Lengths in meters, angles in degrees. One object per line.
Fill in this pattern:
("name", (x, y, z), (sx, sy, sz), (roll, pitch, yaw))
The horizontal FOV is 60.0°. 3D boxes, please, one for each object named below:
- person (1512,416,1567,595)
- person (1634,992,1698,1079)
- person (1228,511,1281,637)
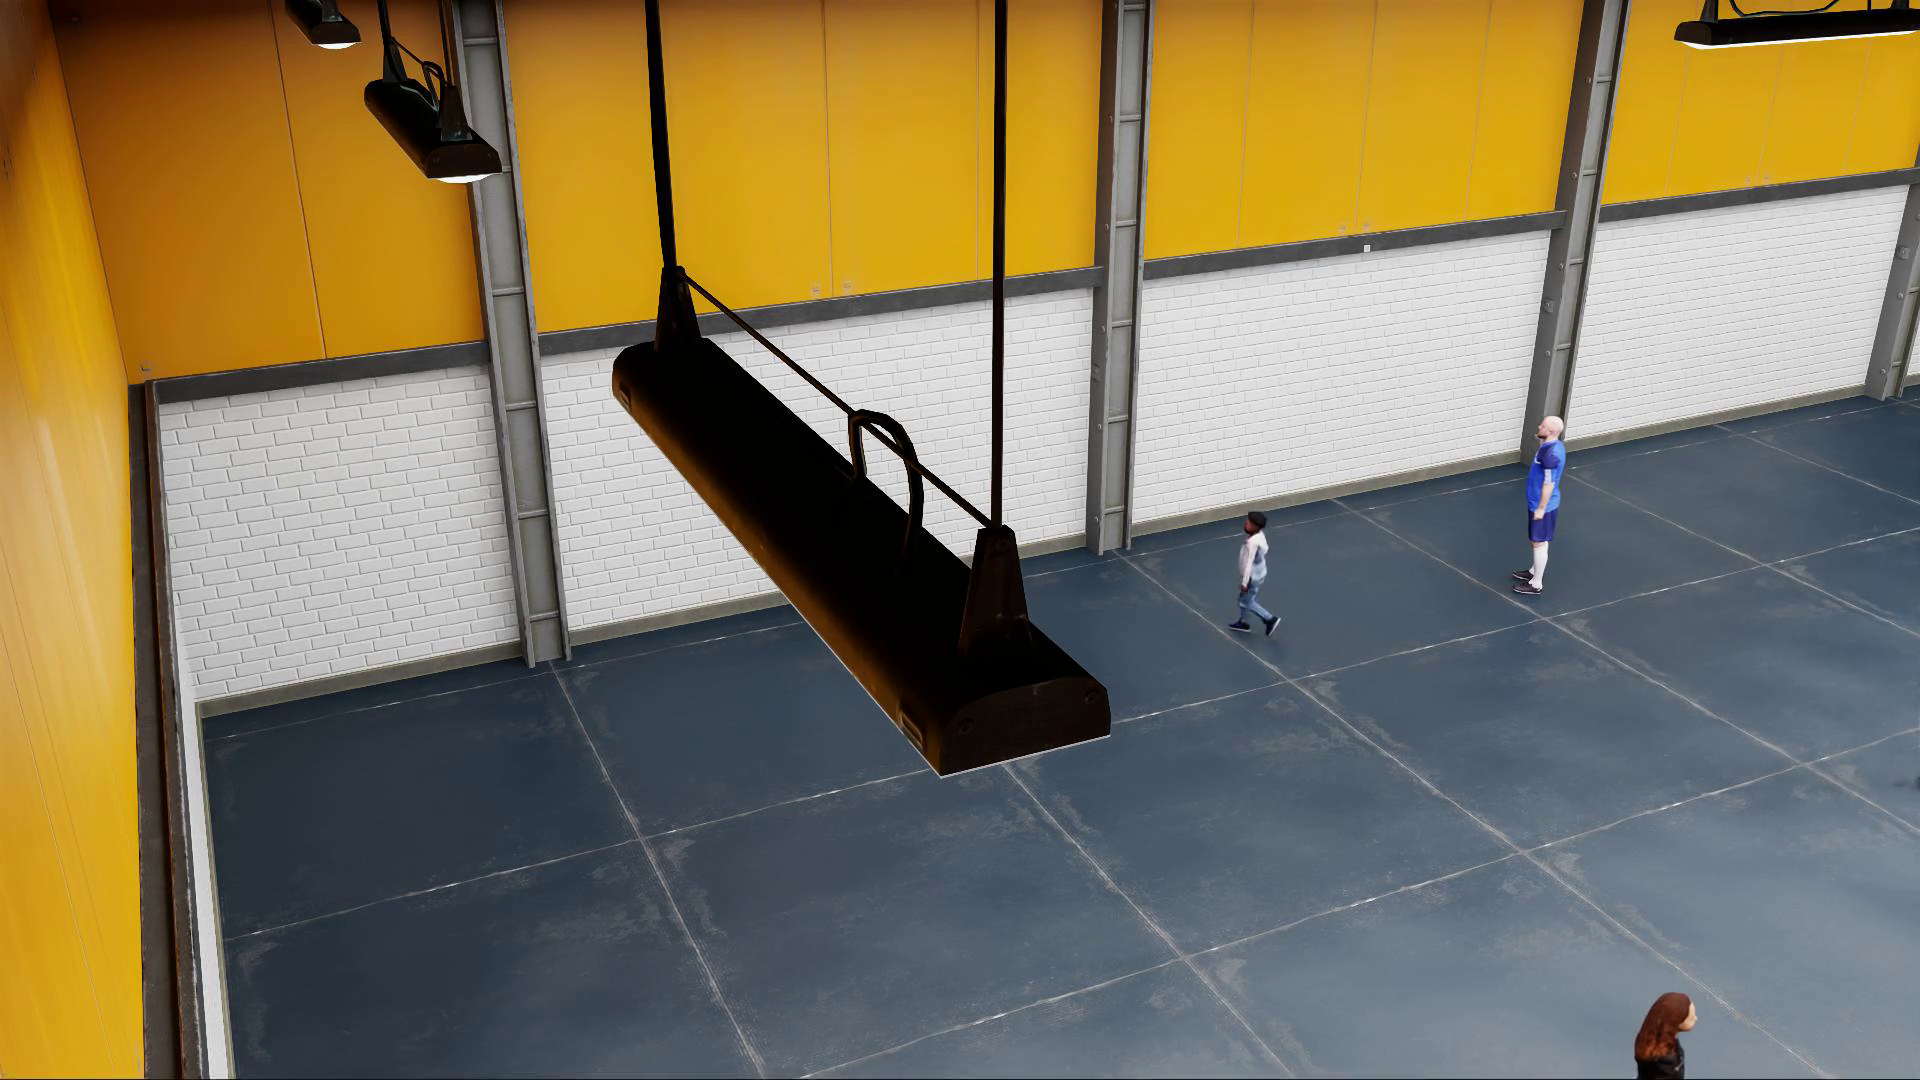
("person", (5.794, -0.366, 16.532), (0.812, 1.842, 0.751), (8, 25, 18))
("person", (3.712, 3.088, 9.122), (1.026, 1.449, 0.900), (4, 24, 10))
("person", (2.801, 0.338, 15.667), (0.794, 1.245, 0.745), (10, 25, 21))
